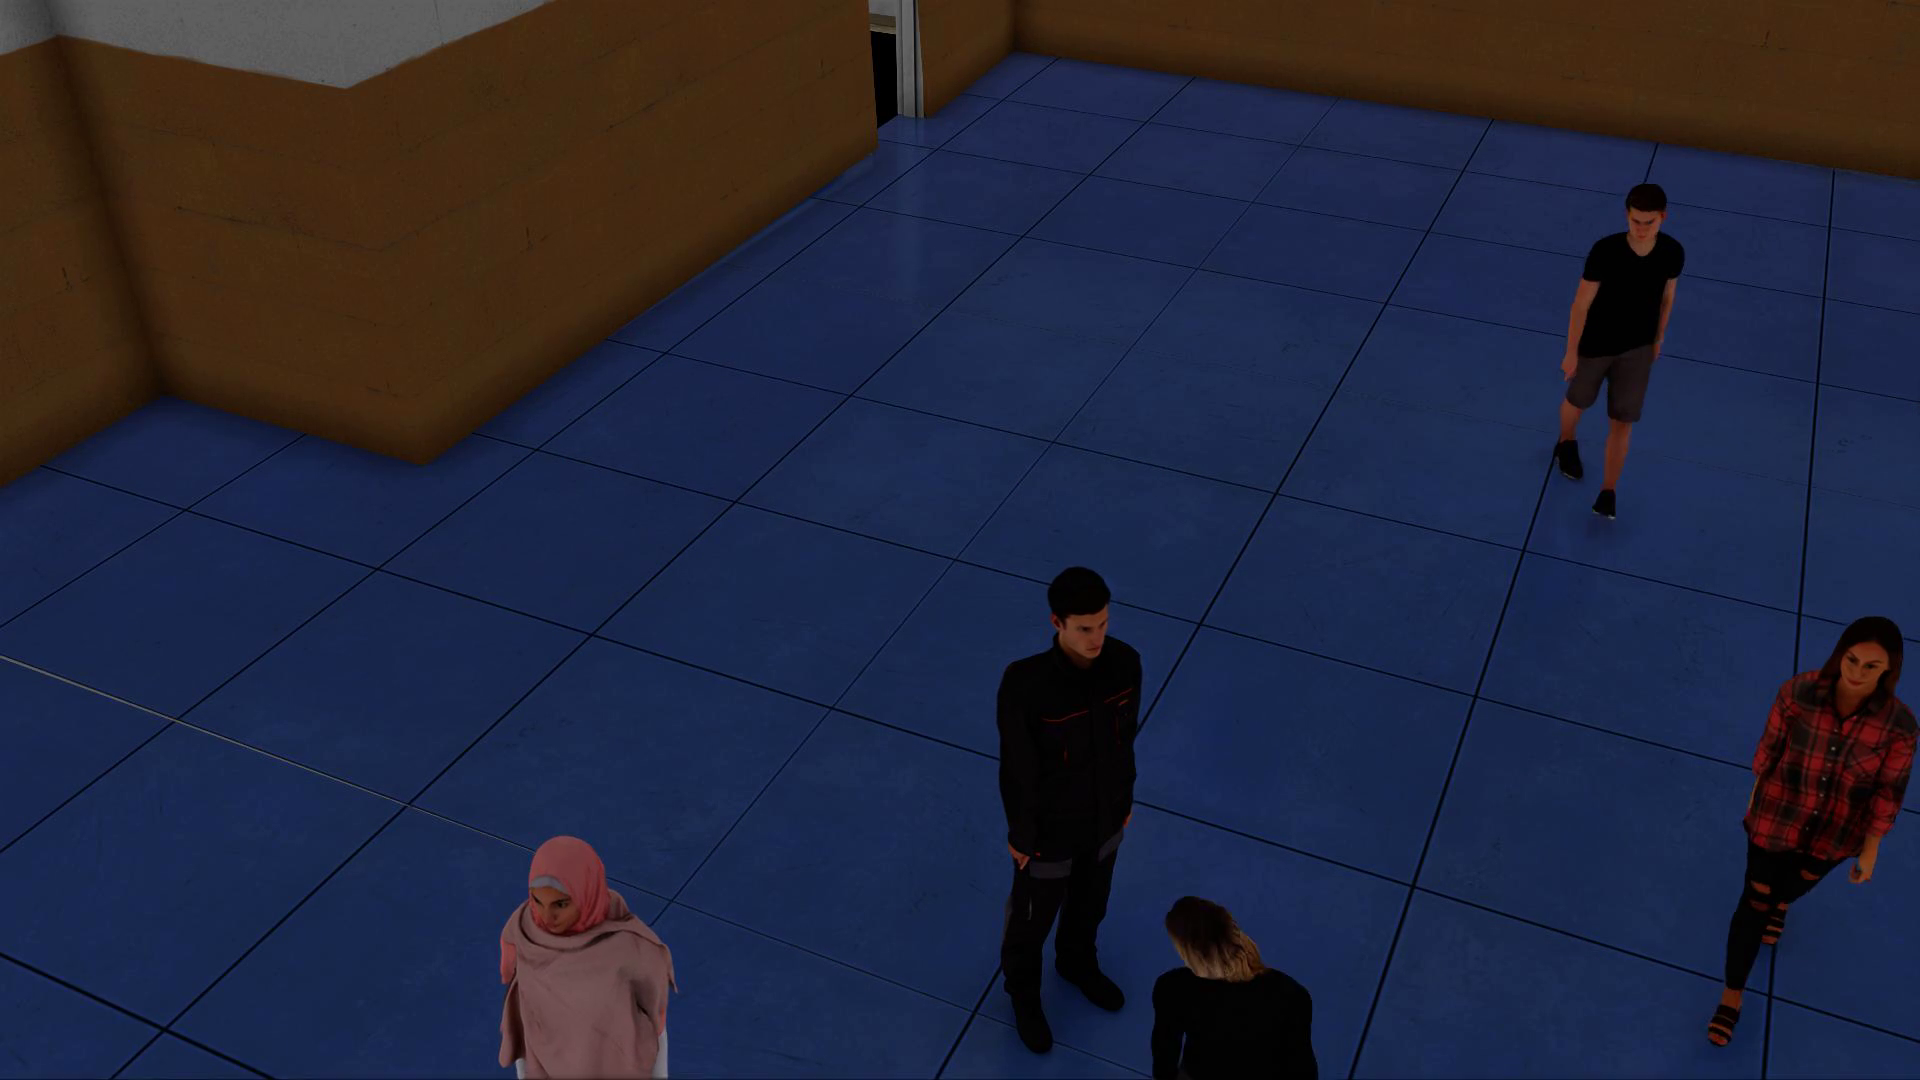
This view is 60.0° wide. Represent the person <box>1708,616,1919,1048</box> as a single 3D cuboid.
[{"bbox_3d":[3.029,0.946,5.873,1.046,1.660,0.757,19,38,26],"label":"person"}]

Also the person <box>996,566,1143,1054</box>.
[{"bbox_3d":[0.367,0.903,5.679,0.793,1.946,0.792,-20,39,-27],"label":"person"}]

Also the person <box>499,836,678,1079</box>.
[{"bbox_3d":[-1.058,1.562,4.817,0.649,1.804,0.769,3,34,5],"label":"person"}]

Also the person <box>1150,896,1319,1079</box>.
[{"bbox_3d":[0.800,1.677,4.792,0.535,1.641,0.723,22,39,29],"label":"person"}]

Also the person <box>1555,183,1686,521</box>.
[{"bbox_3d":[3.437,-1.073,8.770,1.207,1.814,1.004,1,34,2],"label":"person"}]
